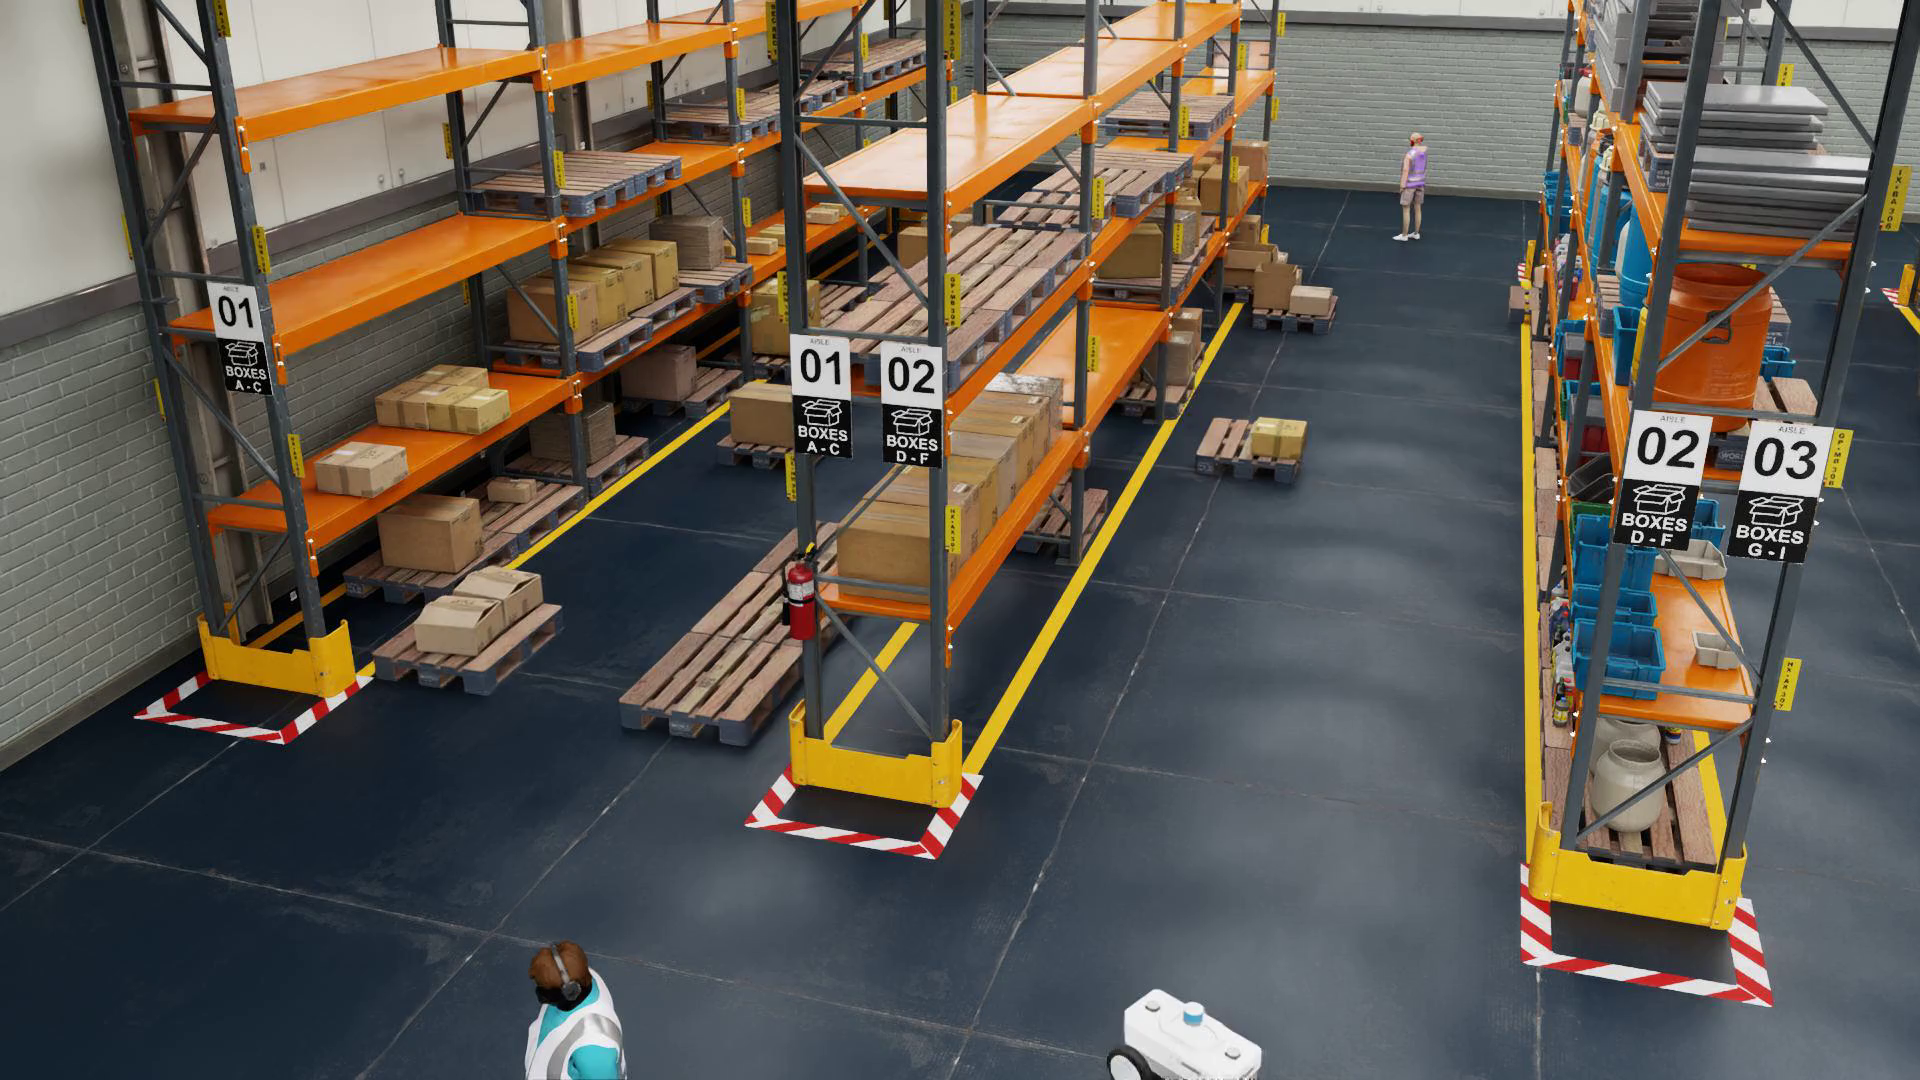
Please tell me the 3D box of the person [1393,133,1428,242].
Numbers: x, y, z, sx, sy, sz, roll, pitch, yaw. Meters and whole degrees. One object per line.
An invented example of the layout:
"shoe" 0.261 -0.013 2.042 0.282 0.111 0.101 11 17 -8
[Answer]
"person" 7.158 -5.579 26.320 0.489 1.688 0.351 -14 27 -29

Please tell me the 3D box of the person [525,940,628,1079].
"person" -1.671 2.534 7.319 0.429 1.838 0.621 -10 25 -22

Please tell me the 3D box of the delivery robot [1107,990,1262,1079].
"delivery robot" 1.174 2.669 8.647 0.797 0.614 0.499 21 31 40
